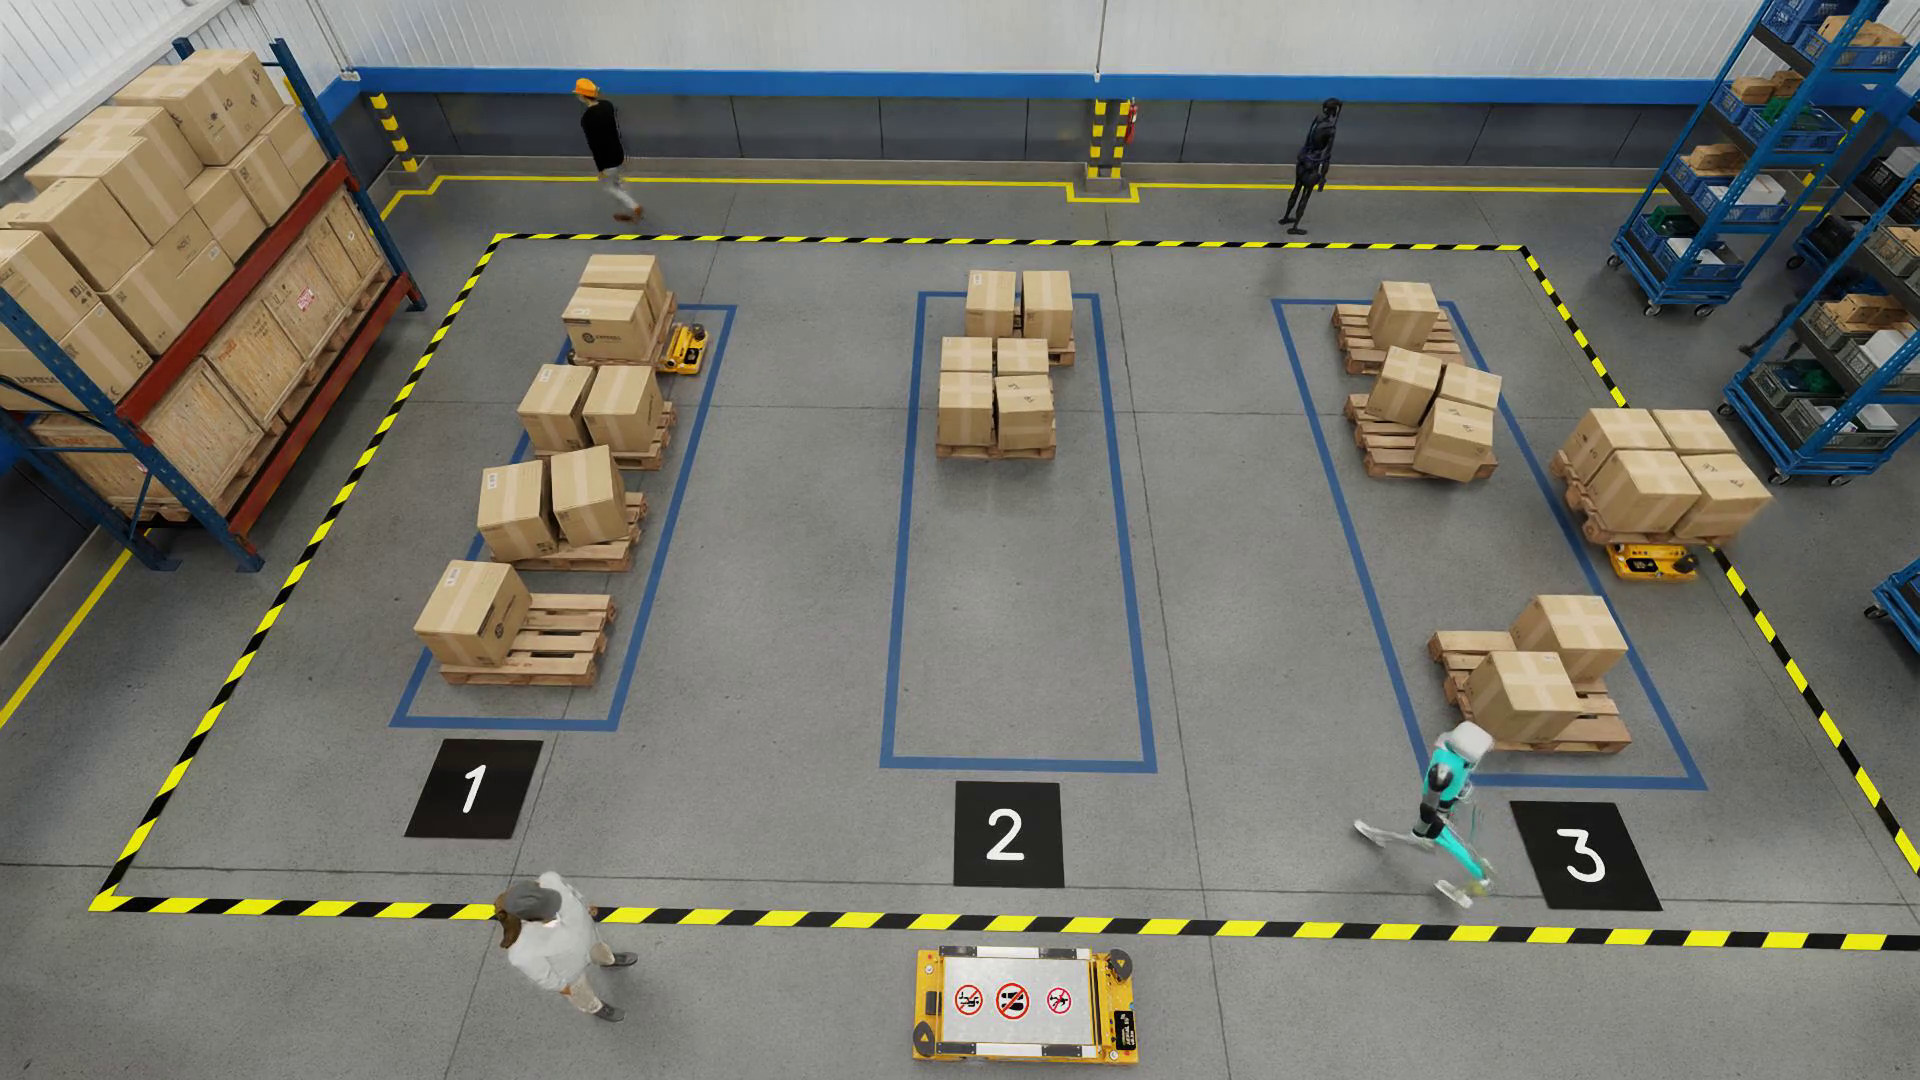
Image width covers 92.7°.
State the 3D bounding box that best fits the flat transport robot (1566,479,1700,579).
[{"bbox_3d":[6.318,-0.262,8.681,0.652,0.197,1.431,1,51,1],"label":"flat transport robot"}]

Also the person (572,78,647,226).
[{"bbox_3d":[-4.299,-4.731,11.313,0.531,1.863,0.573,15,52,12],"label":"person"}]

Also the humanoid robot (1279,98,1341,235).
[{"bbox_3d":[4.352,-4.634,11.344,0.315,1.657,0.599,-8,51,-6],"label":"humanoid robot"}]

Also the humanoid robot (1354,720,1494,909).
[{"bbox_3d":[3.346,1.903,6.021,1.049,1.741,0.542,35,59,25],"label":"humanoid robot"}]

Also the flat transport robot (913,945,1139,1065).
[{"bbox_3d":[0.422,3.041,6.007,1.431,0.231,0.659,1,51,1],"label":"flat transport robot"}]

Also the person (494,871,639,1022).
[{"bbox_3d":[-2.369,2.446,5.524,0.400,1.766,0.562,2,51,2],"label":"person"}]

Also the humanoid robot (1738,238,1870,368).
[{"bbox_3d":[8.950,-2.474,9.604,0.609,1.627,0.561,-15,52,-12],"label":"humanoid robot"}]

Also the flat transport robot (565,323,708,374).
[{"bbox_3d":[-3.600,-2.150,10.220,1.431,0.197,0.652,1,51,1],"label":"flat transport robot"}]
